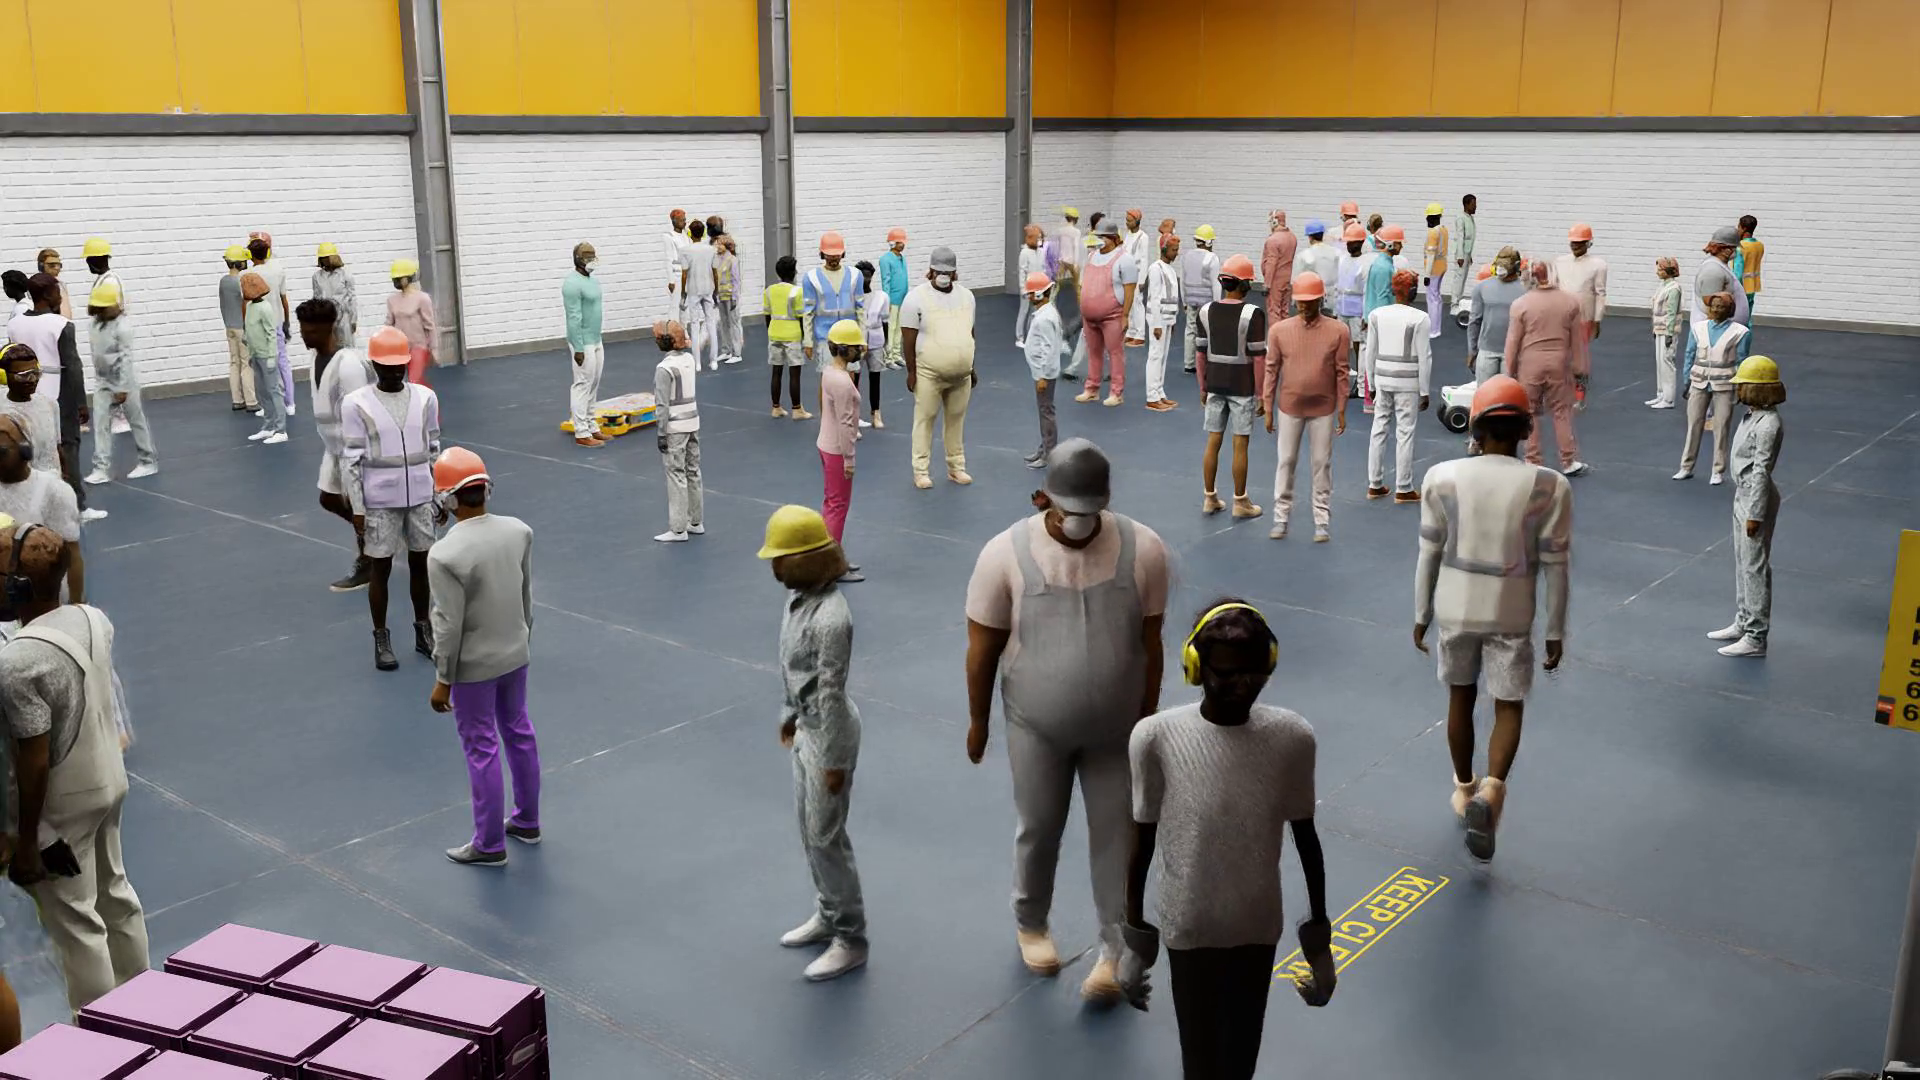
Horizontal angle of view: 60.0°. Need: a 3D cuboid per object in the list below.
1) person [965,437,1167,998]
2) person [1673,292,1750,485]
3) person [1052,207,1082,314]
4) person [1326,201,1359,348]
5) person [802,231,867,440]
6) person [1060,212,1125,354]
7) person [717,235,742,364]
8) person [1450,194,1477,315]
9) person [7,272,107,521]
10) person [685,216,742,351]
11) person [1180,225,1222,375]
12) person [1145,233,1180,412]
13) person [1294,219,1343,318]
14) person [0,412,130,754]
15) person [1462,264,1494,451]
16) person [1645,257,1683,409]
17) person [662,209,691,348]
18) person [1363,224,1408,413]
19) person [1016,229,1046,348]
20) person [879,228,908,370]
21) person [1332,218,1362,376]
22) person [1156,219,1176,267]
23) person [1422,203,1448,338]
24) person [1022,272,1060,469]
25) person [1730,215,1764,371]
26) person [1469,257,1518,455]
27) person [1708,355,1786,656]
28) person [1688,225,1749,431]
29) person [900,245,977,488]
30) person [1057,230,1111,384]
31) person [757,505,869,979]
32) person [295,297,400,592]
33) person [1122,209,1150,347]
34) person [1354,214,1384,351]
[{"bbox_3d":[0.384,0.579,5.861,0.714,2.000,0.655,-1,14,-5],"label":"person"},{"bbox_3d":[6.409,-1.293,14.150,0.515,1.641,0.314,13,19,42],"label":"person"},{"bbox_3d":[1.737,-4.475,26.730,0.923,1.711,0.532,-13,19,-41],"label":"person"},{"bbox_3d":[5.257,-3.612,22.699,0.612,1.996,0.388,-5,15,-18],"label":"person"},{"bbox_3d":[-1.201,-1.952,16.015,0.609,2.029,0.407,-5,15,-18],"label":"person"},{"bbox_3d":[1.740,-3.408,22.117,0.910,1.888,0.602,-1,14,-5],"label":"person"},{"bbox_3d":[-2.983,-3.092,21.343,0.308,1.641,0.511,-10,17,-34],"label":"person"},{"bbox_3d":[8.107,-4.592,26.772,0.392,1.920,0.592,8,16,29],"label":"person"},{"bbox_3d":[-6.954,-1.077,12.728,0.591,1.916,0.383,4,15,16],"label":"person"},{"bbox_3d":[-3.362,-3.467,22.510,0.885,1.797,0.629,-5,15,-21],"label":"person"},{"bbox_3d":[2.938,-2.892,20.150,0.404,1.831,0.600,-12,19,-41],"label":"person"},{"bbox_3d":[2.172,-2.332,17.804,0.353,1.887,0.572,5,15,21],"label":"person"},{"bbox_3d":[4.218,-2.811,19.641,0.624,1.918,0.480,-4,15,-14],"label":"person"},{"bbox_3d":[-4.178,0.291,7.542,0.519,1.789,1.005,0,14,1],"label":"person"},{"bbox_3d":[4.931,-1.703,15.571,0.339,1.747,0.564,3,14,11],"label":"person"},{"bbox_3d":[7.595,-2.225,17.910,0.323,1.630,0.505,2,14,9],"label":"person"},{"bbox_3d":[-3.835,-3.576,22.782,0.351,1.882,0.582,5,15,20],"label":"person"},{"bbox_3d":[4.488,-2.336,17.622,0.407,1.987,0.615,3,14,12],"label":"person"},{"bbox_3d":[0.988,-3.452,22.828,0.322,1.622,0.511,13,19,41],"label":"person"},{"bbox_3d":[-0.793,-3.018,20.812,0.327,1.752,0.562,6,15,24],"label":"person"},{"bbox_3d":[4.728,-2.962,20.309,0.396,1.900,0.647,-4,15,-16],"label":"person"},{"bbox_3d":[3.094,-4.047,25.209,0.317,1.624,0.511,8,16,29],"label":"person"},{"bbox_3d":[6.770,-3.857,23.841,0.395,1.918,0.585,8,16,30],"label":"person"},{"bbox_3d":[0.721,-1.511,14.792,0.337,1.752,0.564,0,14,2],"label":"person"},{"bbox_3d":[9.720,-3.063,20.662,0.591,1.919,0.390,-12,18,-40],"label":"person"},{"bbox_3d":[4.978,-1.717,15.385,0.533,1.869,0.311,-2,14,-7],"label":"person"},{"bbox_3d":[4.544,-0.198,9.596,0.342,1.735,0.484,4,15,14],"label":"person"},{"bbox_3d":[7.613,-2.133,16.698,0.538,2.000,0.682,5,15,19],"label":"person"},{"bbox_3d":[-0.128,-1.455,13.987,0.688,2.000,0.537,-7,16,-27],"label":"person"},{"bbox_3d":[1.538,-2.733,19.601,0.854,1.792,0.593,2,14,9],"label":"person"},{"bbox_3d":[-0.535,0.714,5.951,0.364,1.723,0.519,-4,15,-17],"label":"person"},{"bbox_3d":[-4.001,-0.622,10.856,0.622,1.942,0.529,13,19,43],"label":"person"},{"bbox_3d":[2.404,-3.612,22.946,0.344,1.878,0.583,-5,15,-20],"label":"person"},{"bbox_3d":[5.526,-3.432,22.284,0.506,1.845,0.344,-1,14,-6],"label":"person"}]
